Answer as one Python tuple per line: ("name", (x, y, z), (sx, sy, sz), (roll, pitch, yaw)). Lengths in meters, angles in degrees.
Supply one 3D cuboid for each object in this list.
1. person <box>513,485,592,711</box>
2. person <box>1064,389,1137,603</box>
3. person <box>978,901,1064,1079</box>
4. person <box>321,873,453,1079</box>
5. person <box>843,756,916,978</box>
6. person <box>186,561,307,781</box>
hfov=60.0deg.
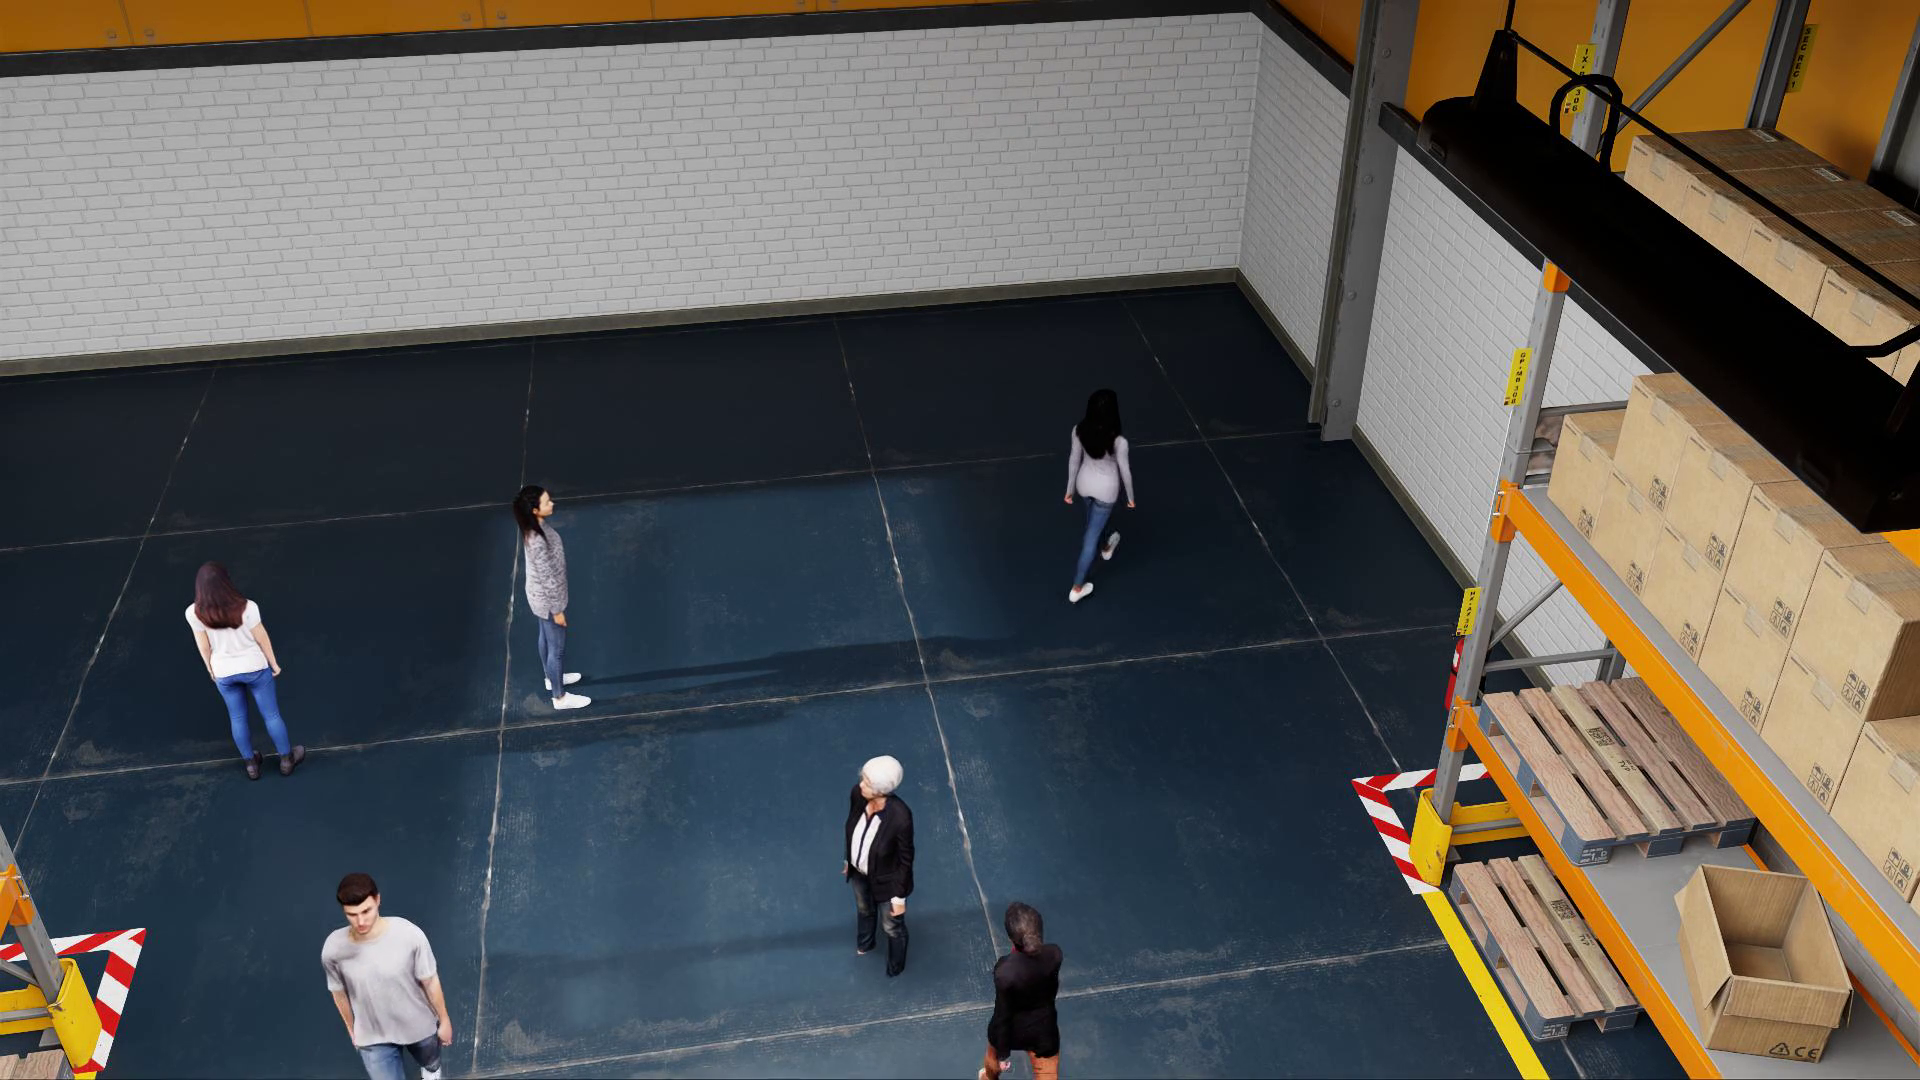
("person", (-2.837, 0.375, 11.425), (0.714, 1.732, 0.533), (-13, 36, -19))
("person", (0.975, -0.292, 12.461), (1.092, 1.696, 1.154), (21, 39, 28))
("person", (0.378, 2.529, 8.312), (0.697, 1.591, 1.103), (-14, 36, -20))
("person", (-2.827, 2.341, 8.352), (0.764, 1.862, 1.153), (-10, 35, -15))
("person", (-0.498, 1.889, 9.381), (0.798, 1.779, 0.797), (-27, 42, -34))
("person", (-4.635, 0.855, 10.746), (0.599, 1.685, 0.516), (-4, 34, -7))
